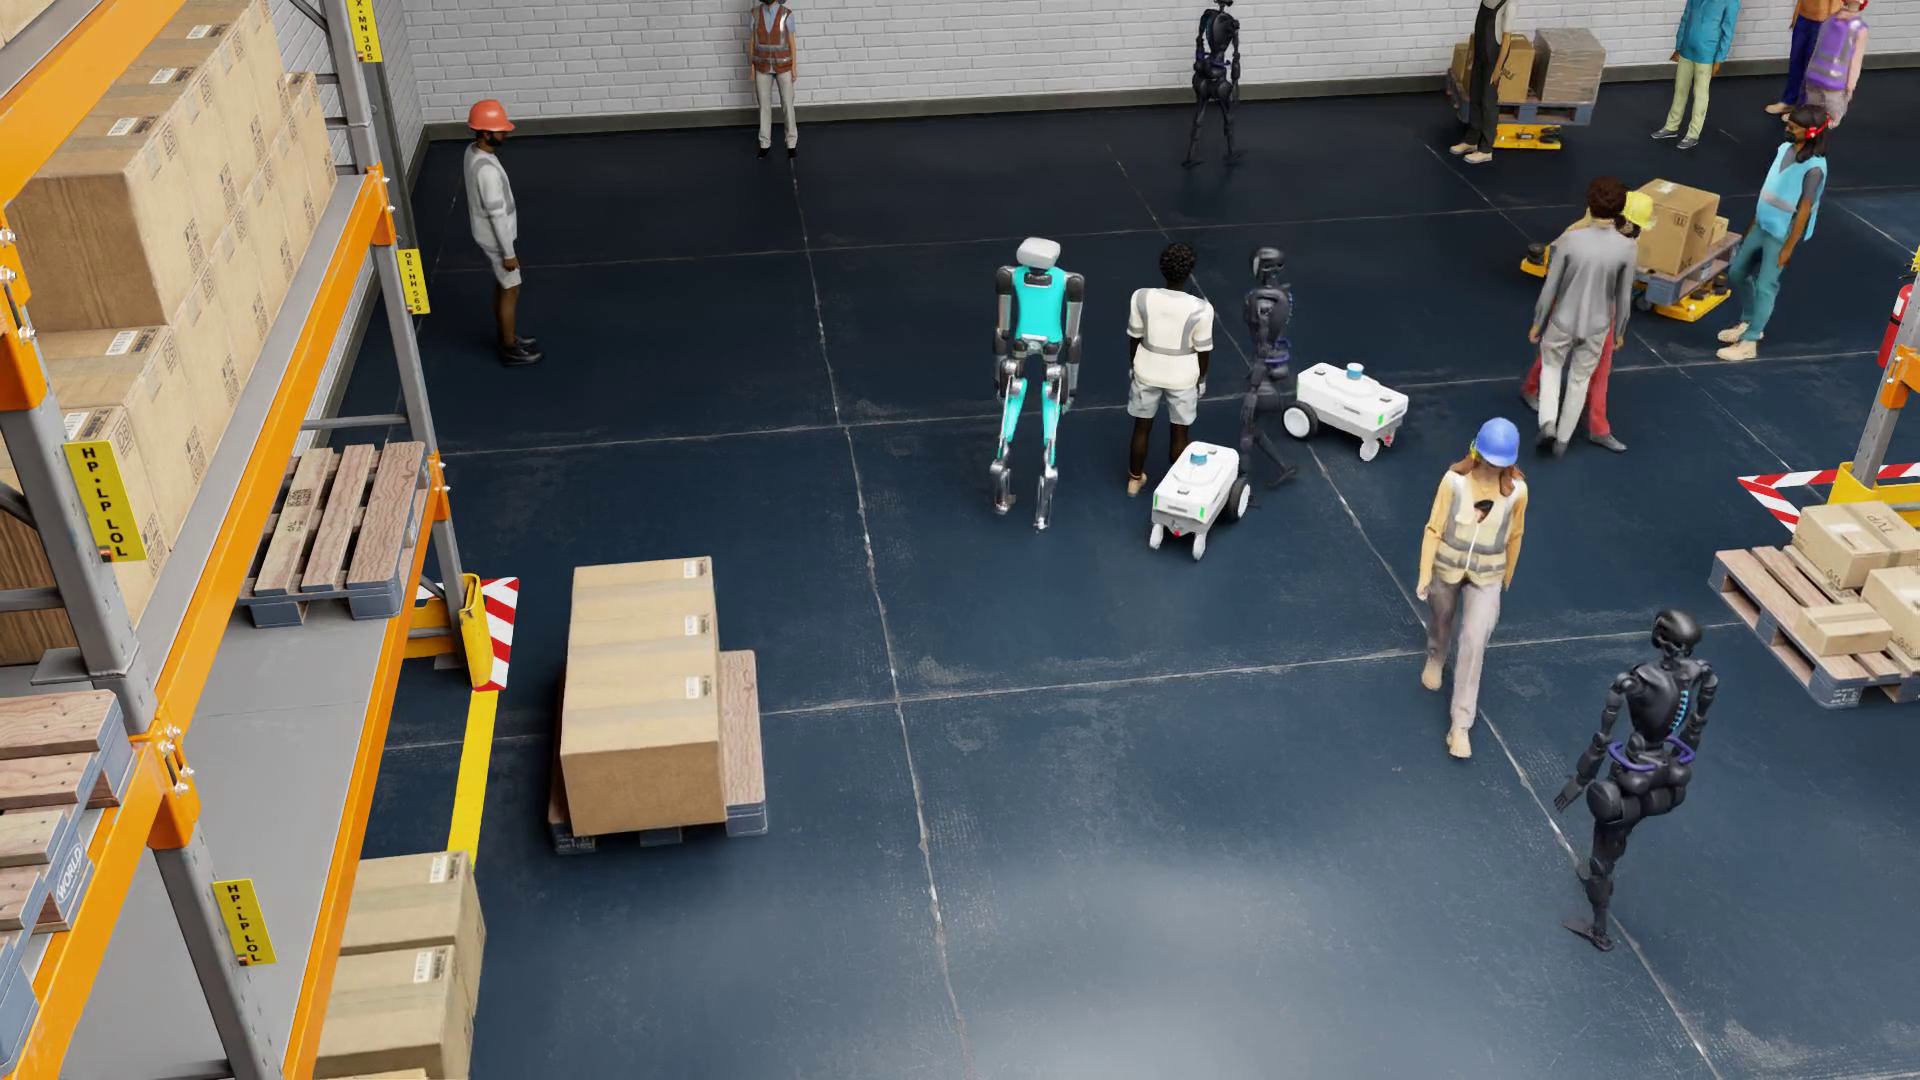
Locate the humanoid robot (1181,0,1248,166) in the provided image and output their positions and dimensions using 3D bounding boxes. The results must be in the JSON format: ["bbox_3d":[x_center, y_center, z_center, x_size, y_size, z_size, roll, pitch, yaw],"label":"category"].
[{"bbox_3d":[2.339,-4.216,15.037,0.632,1.642,0.601,-19,38,-27],"label":"humanoid robot"}]

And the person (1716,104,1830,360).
[{"bbox_3d":[5.716,-2.141,11.680,0.419,1.864,0.526,-4,33,-6],"label":"person"}]

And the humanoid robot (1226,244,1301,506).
[{"bbox_3d":[1.874,-1.004,10.127,0.576,1.632,0.603,7,34,10],"label":"humanoid robot"}]

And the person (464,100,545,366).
[{"bbox_3d":[-3.195,-2.125,11.602,0.385,1.923,0.547,-14,36,-21],"label":"person"}]

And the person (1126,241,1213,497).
[{"bbox_3d":[1.253,-0.997,10.080,0.534,1.691,0.320,12,35,18],"label":"person"}]

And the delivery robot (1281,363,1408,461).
[{"bbox_3d":[2.538,-0.880,10.958,0.504,0.614,0.785,-27,42,-35],"label":"delivery robot"}]

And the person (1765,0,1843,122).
[{"bbox_3d":[8.237,-5.050,16.039,0.400,1.973,0.517,-9,34,-14],"label":"person"}]

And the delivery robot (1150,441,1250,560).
[{"bbox_3d":[1.422,-0.289,10.025,0.499,0.585,0.785,15,36,21],"label":"delivery robot"}]

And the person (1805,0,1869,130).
[{"bbox_3d":[7.676,-4.061,14.754,0.486,1.639,0.498,-14,36,-20],"label":"person"}]

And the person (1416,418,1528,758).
[{"bbox_3d":[2.509,0.171,8.250,0.457,1.730,0.880,11,35,17],"label":"person"}]

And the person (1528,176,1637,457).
[{"bbox_3d":[3.908,-1.373,10.477,0.579,1.882,0.464,10,34,14],"label":"person"}]

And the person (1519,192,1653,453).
[{"bbox_3d":[4.113,-1.477,10.800,0.522,1.697,0.910,-15,36,-22],"label":"person"}]

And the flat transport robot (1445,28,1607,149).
[{"bbox_3d":[5.374,-4.123,16.171,0.659,0.231,1.431,3,33,5],"label":"flat transport robot"}]

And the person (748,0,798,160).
[{"bbox_3d":[-1.700,-4.320,15.169,0.437,1.690,0.316,2,33,3],"label":"person"}]

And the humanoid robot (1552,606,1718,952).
[{"bbox_3d":[2.840,0.993,7.049,0.601,1.646,0.474,-10,34,-14],"label":"humanoid robot"}]

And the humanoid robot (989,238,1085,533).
[{"bbox_3d":[0.407,-0.840,9.805,0.534,1.766,0.750,8,34,12],"label":"humanoid robot"}]

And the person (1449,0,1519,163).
[{"bbox_3d":[4.793,-4.355,15.098,0.343,1.839,0.499,-7,34,-11],"label":"person"}]

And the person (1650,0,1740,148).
[{"bbox_3d":[6.847,-4.533,15.441,0.341,1.747,0.571,-15,36,-22],"label":"person"}]

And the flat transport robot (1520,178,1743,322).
[{"bbox_3d":[5.218,-2.087,13.050,1.431,0.231,0.659,28,42,36],"label":"flat transport robot"}]
